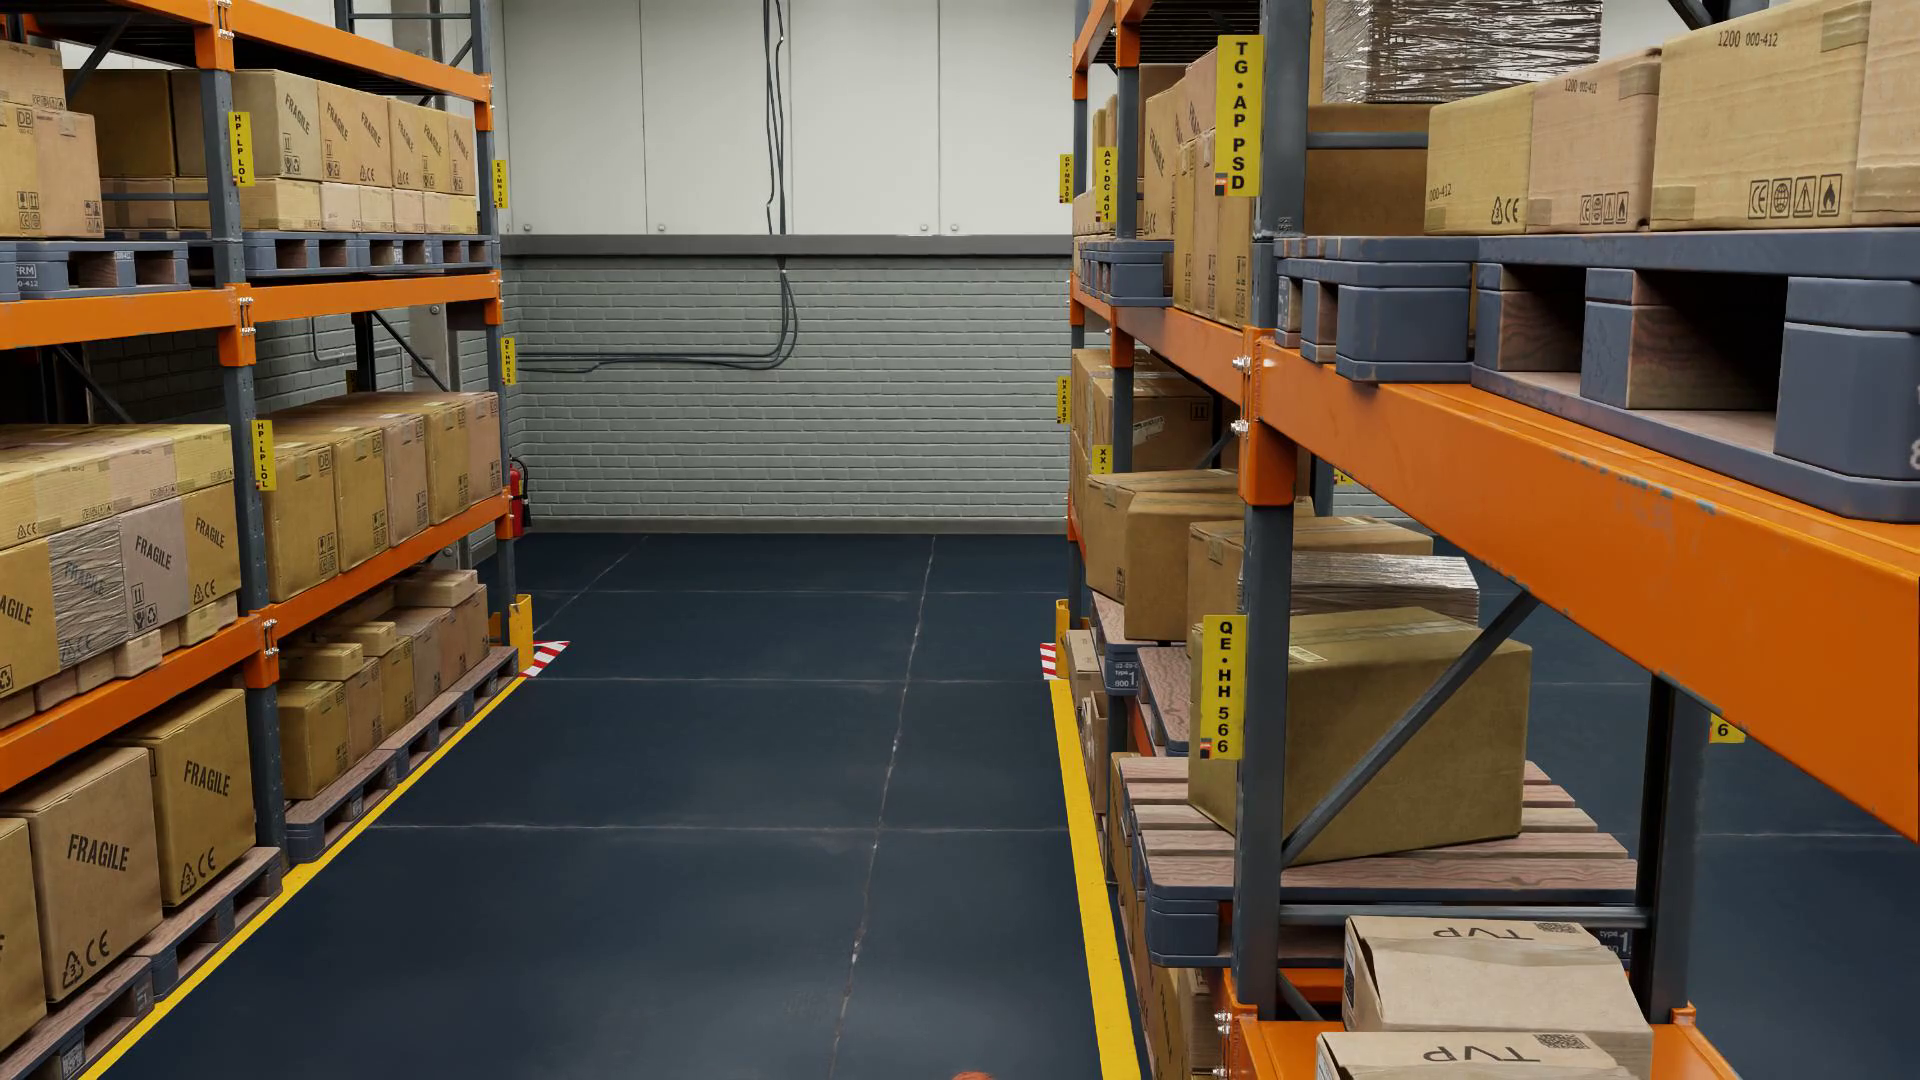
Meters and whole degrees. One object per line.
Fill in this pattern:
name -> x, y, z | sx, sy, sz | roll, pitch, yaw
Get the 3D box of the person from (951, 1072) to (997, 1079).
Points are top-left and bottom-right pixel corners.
person -> 0.008, 1.675, 2.433 | 0.583, 1.882, 0.350 | 0, 10, 1
